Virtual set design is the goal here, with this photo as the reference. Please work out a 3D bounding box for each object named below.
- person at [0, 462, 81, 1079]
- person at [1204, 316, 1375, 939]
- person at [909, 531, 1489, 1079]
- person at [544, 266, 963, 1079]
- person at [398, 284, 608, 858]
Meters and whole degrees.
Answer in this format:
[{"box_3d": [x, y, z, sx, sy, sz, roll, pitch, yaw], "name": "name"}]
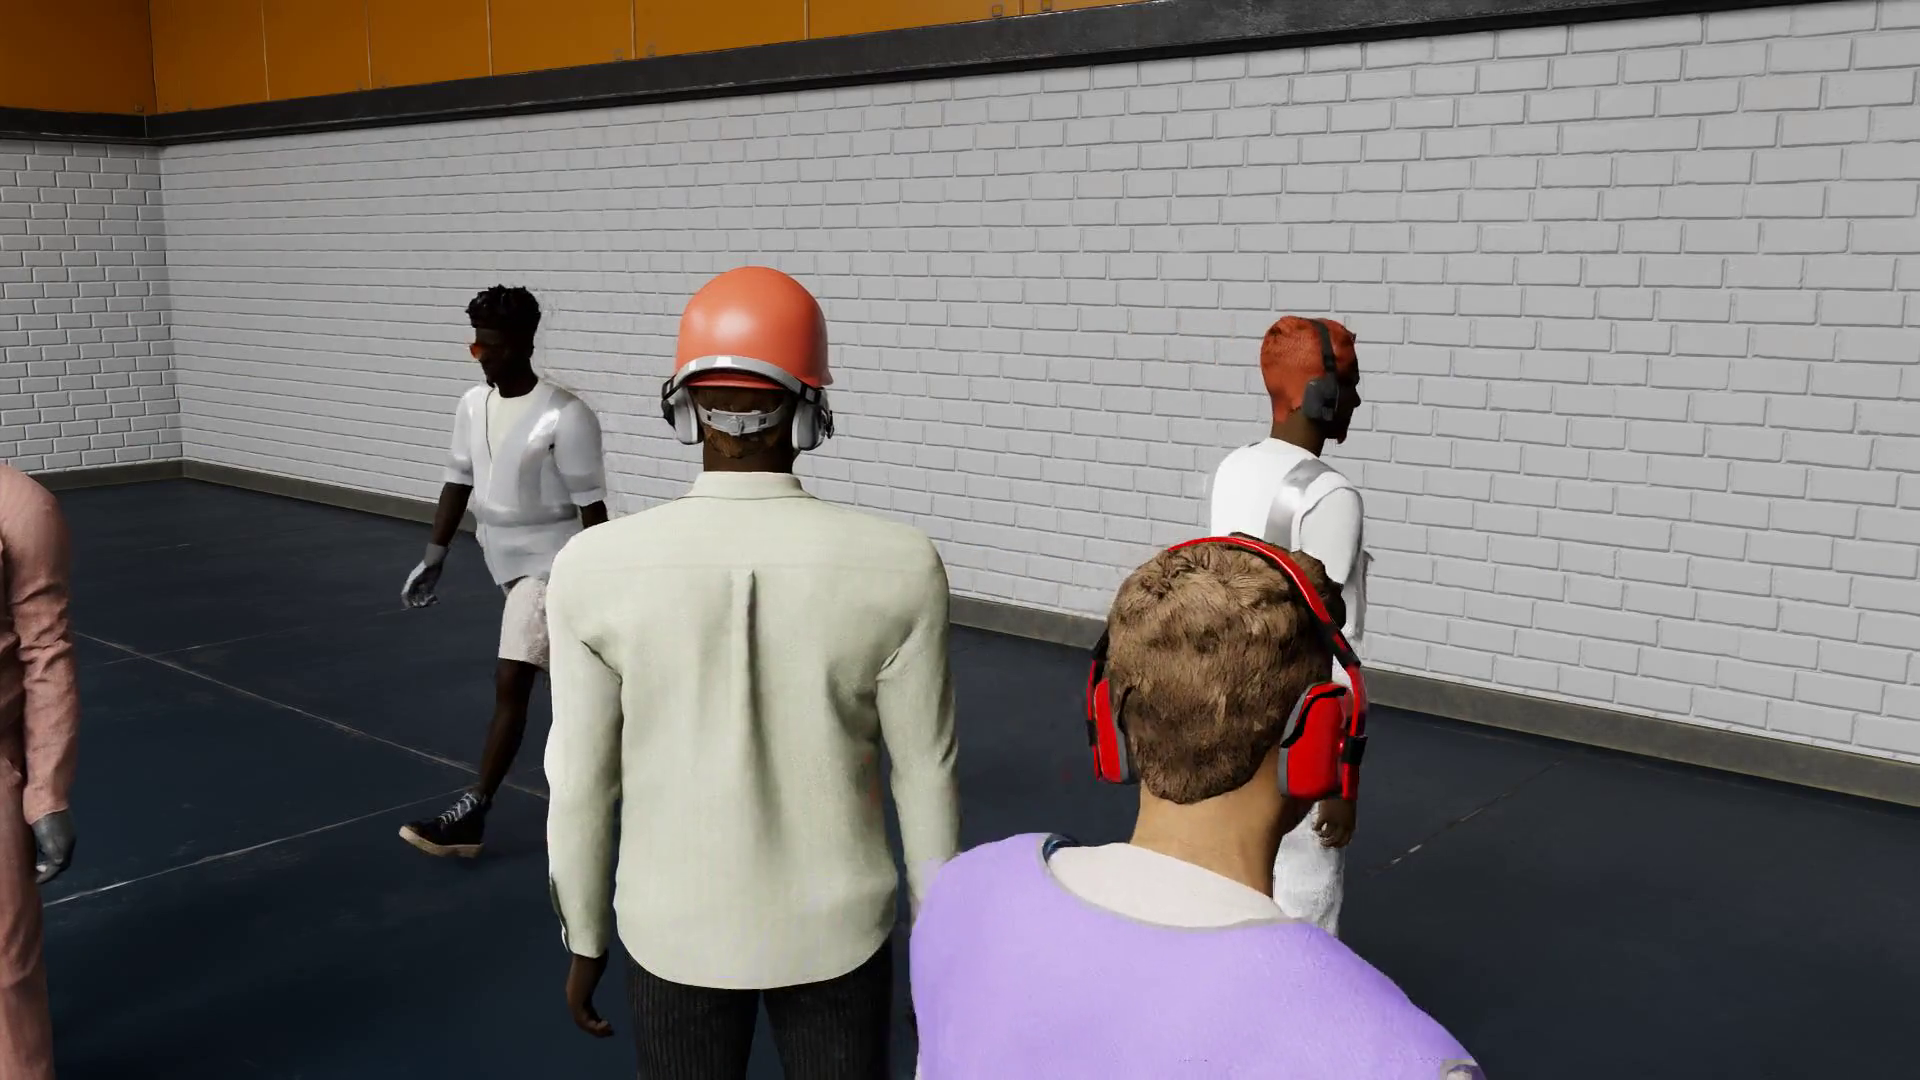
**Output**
[{"box_3d": [-2.062, 0.512, 3.247, 0.641, 1.908, 0.409, -3, 10, -17], "name": "person"}, {"box_3d": [0.751, 0.429, 3.811, 0.398, 1.882, 0.593, -4, 11, -19], "name": "person"}, {"box_3d": [0.112, 0.902, 1.375, 0.944, 1.795, 0.620, -10, 14, -44], "name": "person"}, {"box_3d": [-0.307, 0.586, 2.572, 0.624, 1.992, 0.390, -1, 10, -4], "name": "person"}, {"box_3d": [-1.505, 0.086, 5.694, 0.614, 1.904, 1.045, 9, 13, 40], "name": "person"}]
